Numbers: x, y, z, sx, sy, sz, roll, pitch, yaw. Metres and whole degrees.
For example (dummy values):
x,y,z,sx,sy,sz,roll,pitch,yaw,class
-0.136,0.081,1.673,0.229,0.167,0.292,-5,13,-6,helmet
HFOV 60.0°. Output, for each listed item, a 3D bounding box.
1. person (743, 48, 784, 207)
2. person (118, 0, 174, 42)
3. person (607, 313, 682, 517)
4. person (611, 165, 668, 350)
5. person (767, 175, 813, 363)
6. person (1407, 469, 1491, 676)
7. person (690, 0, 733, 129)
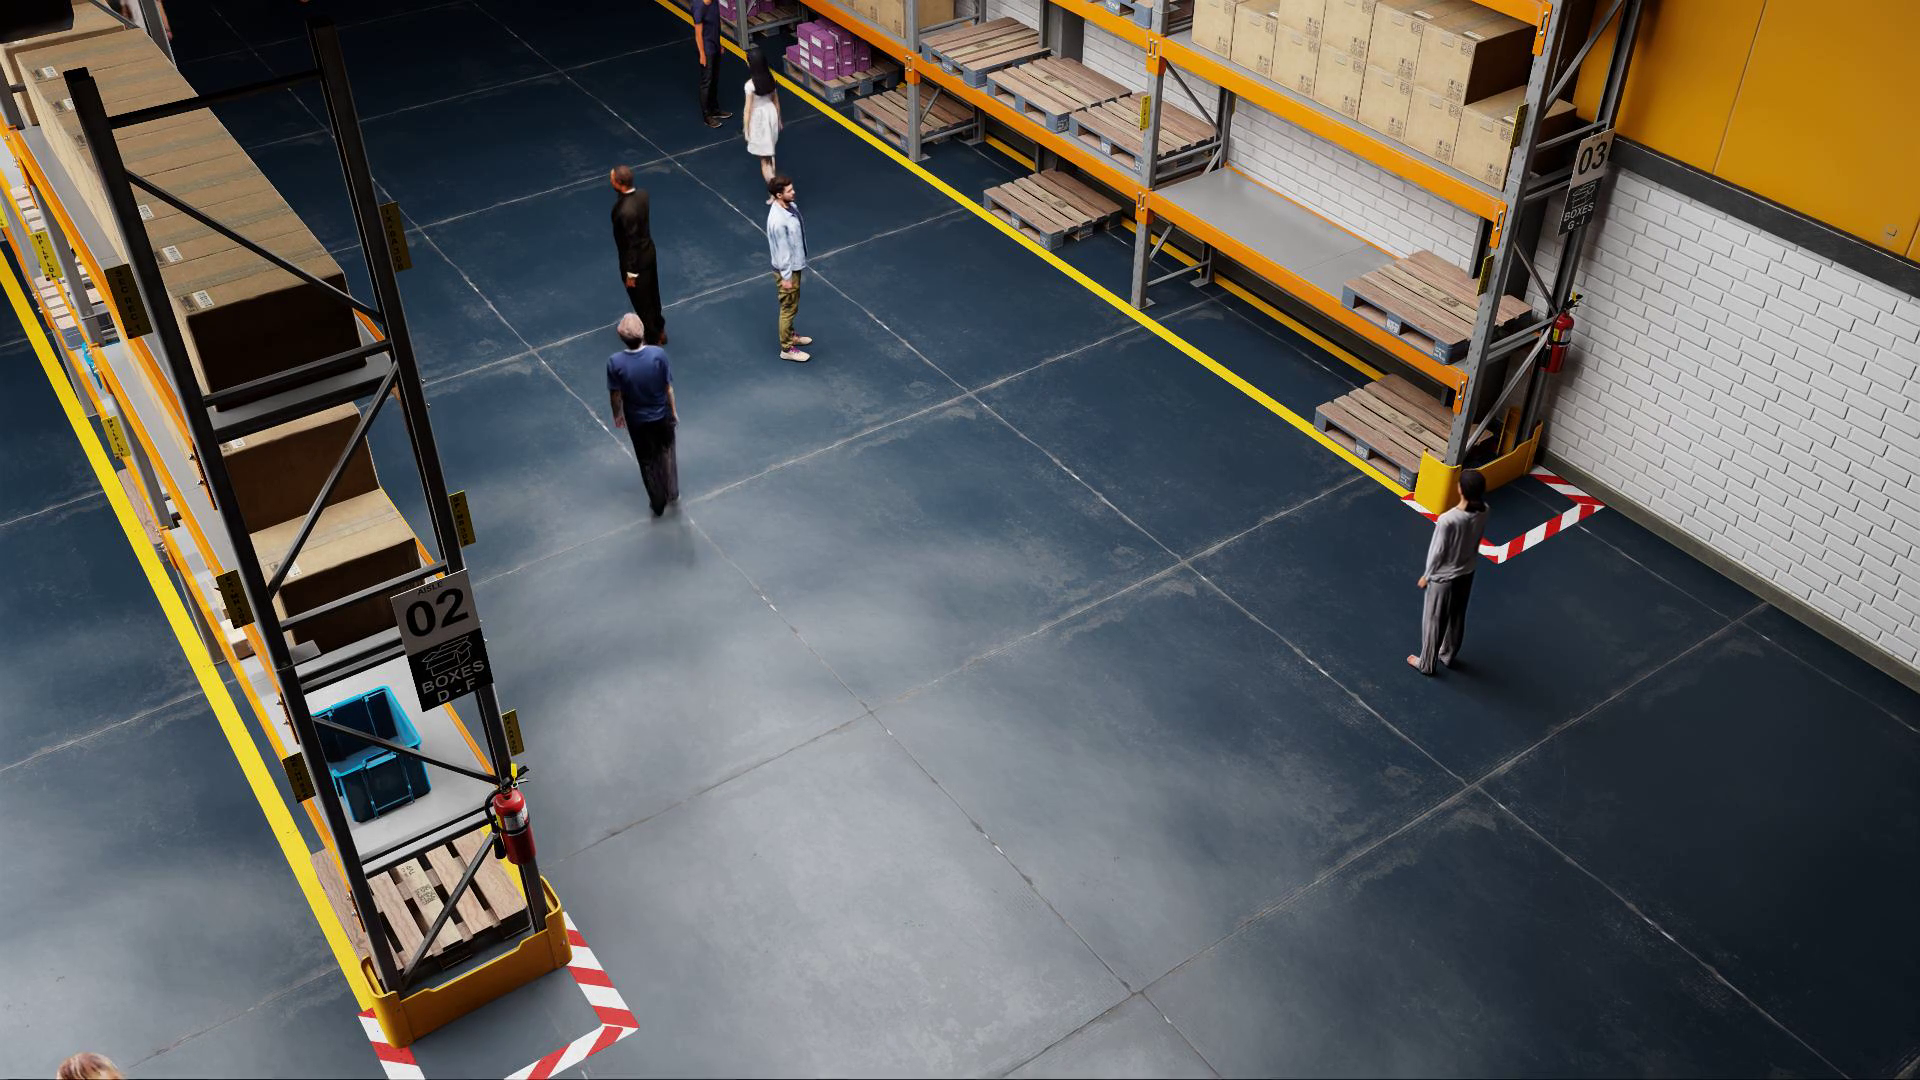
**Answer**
x,y,z,sx,sy,sz,roll,pitch,yaw,class
-2.021,-4.333,17.666,0.790,1.761,0.722,30,47,32,person
-9.721,-6.126,19.949,0.708,1.715,0.681,-10,40,-13,person
-2.487,-0.949,13.349,0.760,1.861,0.738,-11,40,-13,person
-2.969,-2.580,15.357,0.857,1.904,0.783,4,39,5,person
-1.598,-2.527,15.364,0.818,1.812,0.718,1,39,1,person
3.532,0.236,11.936,0.626,1.773,0.573,-17,42,-20,person
-2.936,-5.743,19.406,0.734,1.793,0.722,13,40,15,person
